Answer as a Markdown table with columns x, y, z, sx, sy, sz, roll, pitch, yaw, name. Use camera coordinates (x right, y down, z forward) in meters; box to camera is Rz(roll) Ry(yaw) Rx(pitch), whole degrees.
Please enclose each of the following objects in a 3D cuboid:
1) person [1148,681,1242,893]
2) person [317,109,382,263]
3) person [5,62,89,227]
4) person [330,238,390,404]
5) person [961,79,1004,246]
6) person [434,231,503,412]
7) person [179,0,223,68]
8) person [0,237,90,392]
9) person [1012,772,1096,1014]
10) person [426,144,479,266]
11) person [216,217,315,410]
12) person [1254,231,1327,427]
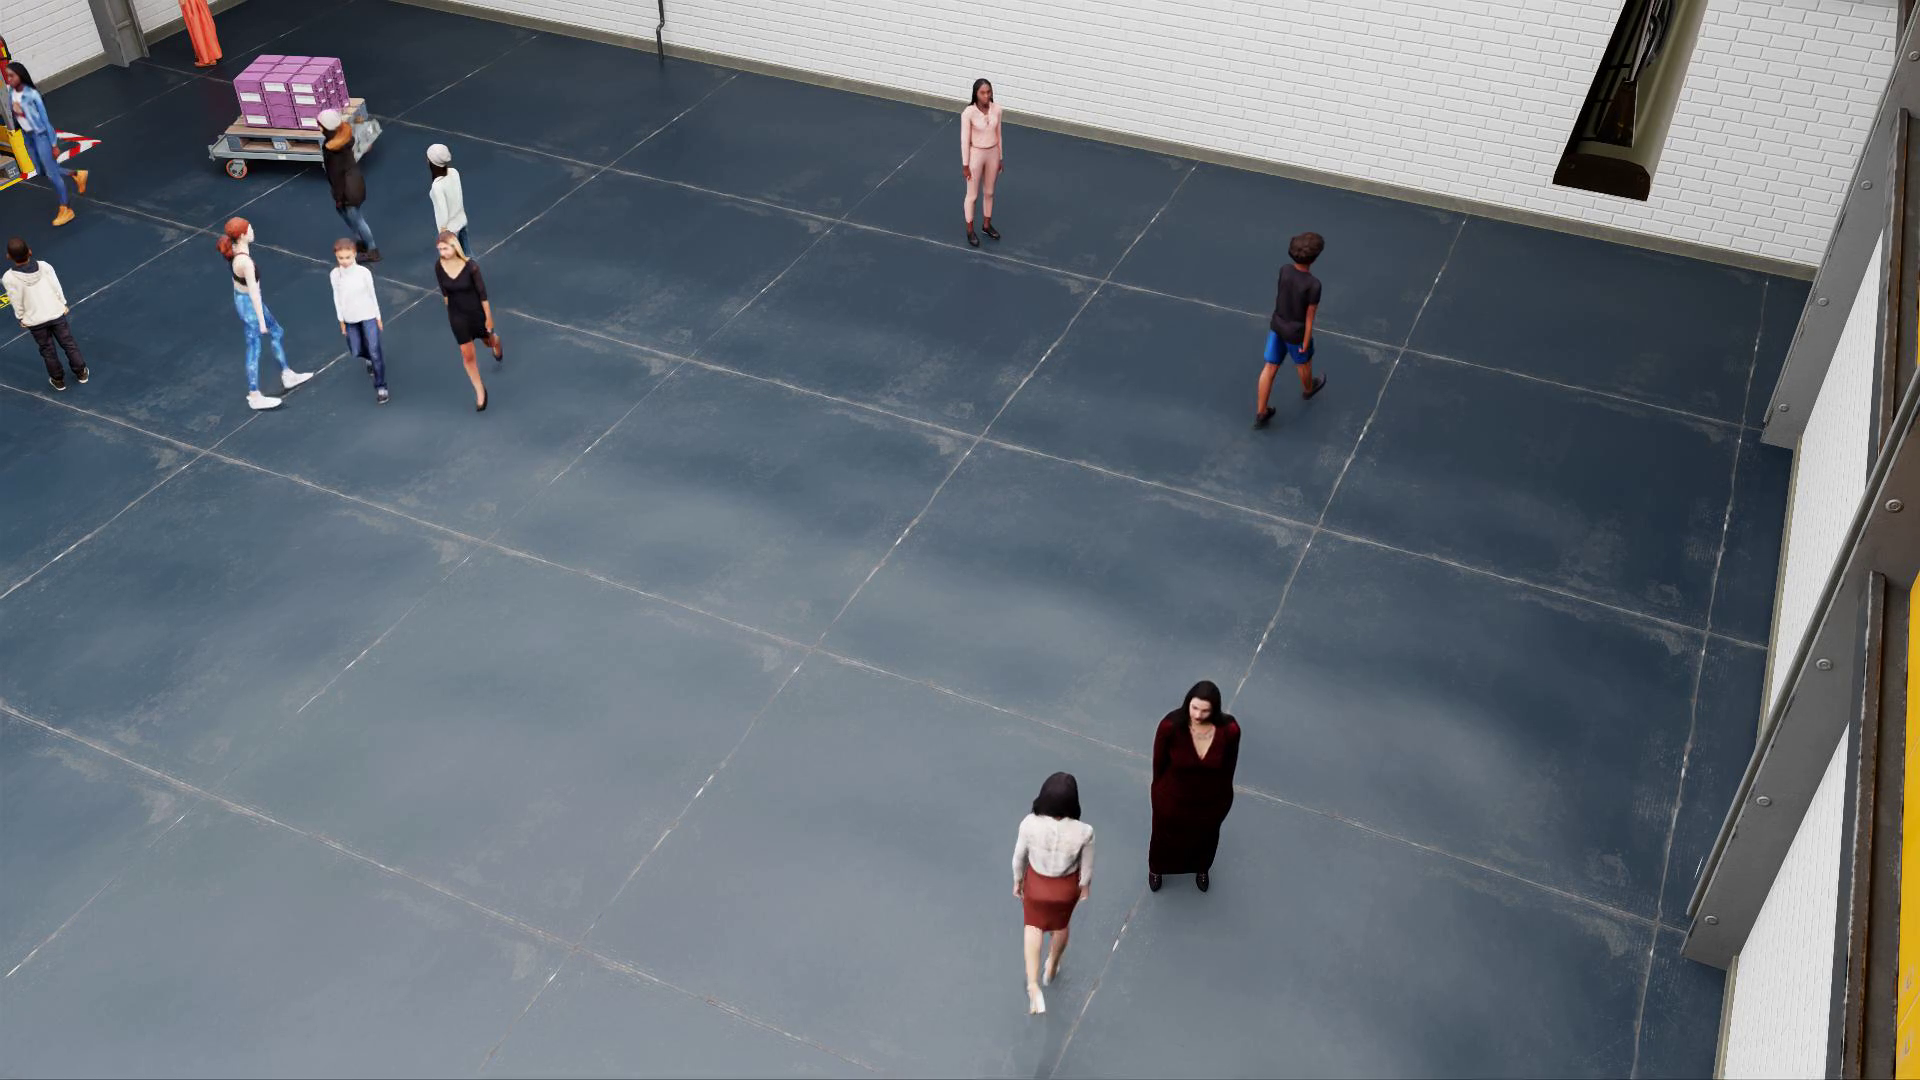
| x | y | z | sx | sy | sz | roll | pitch | yaw | name |
| --- | --- | --- | --- | --- | --- | --- | --- | --- | --- |
| 1.407 | 1.496 | 10.078 | 0.761 | 1.756 | 0.759 | 1 | 39 | 1 | person |
| -5.975 | -3.500 | 16.440 | 0.815 | 1.625 | 0.730 | -7 | 39 | -9 | person |
| -9.419 | -4.140 | 17.185 | 0.628 | 1.695 | 0.900 | 14 | 41 | 17 | person |
| -5.245 | -1.989 | 14.612 | 0.789 | 1.544 | 0.909 | -7 | 39 | -8 | person |
| 0.218 | -3.826 | 16.770 | 0.667 | 1.721 | 0.763 | -20 | 43 | -23 | person |
| -4.258 | -1.981 | 14.523 | 0.880 | 1.643 | 1.133 | 0 | 39 | 0 | person |
| -9.427 | -6.705 | 20.311 | 0.781 | 1.803 | 0.714 | -11 | 40 | -14 | person |
| -8.100 | -2.002 | 14.700 | 0.603 | 1.455 | 0.718 | -26 | 45 | -29 | person |
| 0.522 | 2.043 | 9.411 | 0.742 | 1.735 | 0.898 | 6 | 39 | 7 | person |
| -4.819 | -2.999 | 15.797 | 0.665 | 1.644 | 0.487 | 8 | 39 | 10 | person |
| -6.158 | -1.943 | 14.377 | 0.961 | 1.765 | 0.826 | -21 | 43 | -24 | person |
| 2.760 | -1.753 | 14.157 | 0.862 | 1.743 | 1.188 | 30 | 47 | 32 | person |
